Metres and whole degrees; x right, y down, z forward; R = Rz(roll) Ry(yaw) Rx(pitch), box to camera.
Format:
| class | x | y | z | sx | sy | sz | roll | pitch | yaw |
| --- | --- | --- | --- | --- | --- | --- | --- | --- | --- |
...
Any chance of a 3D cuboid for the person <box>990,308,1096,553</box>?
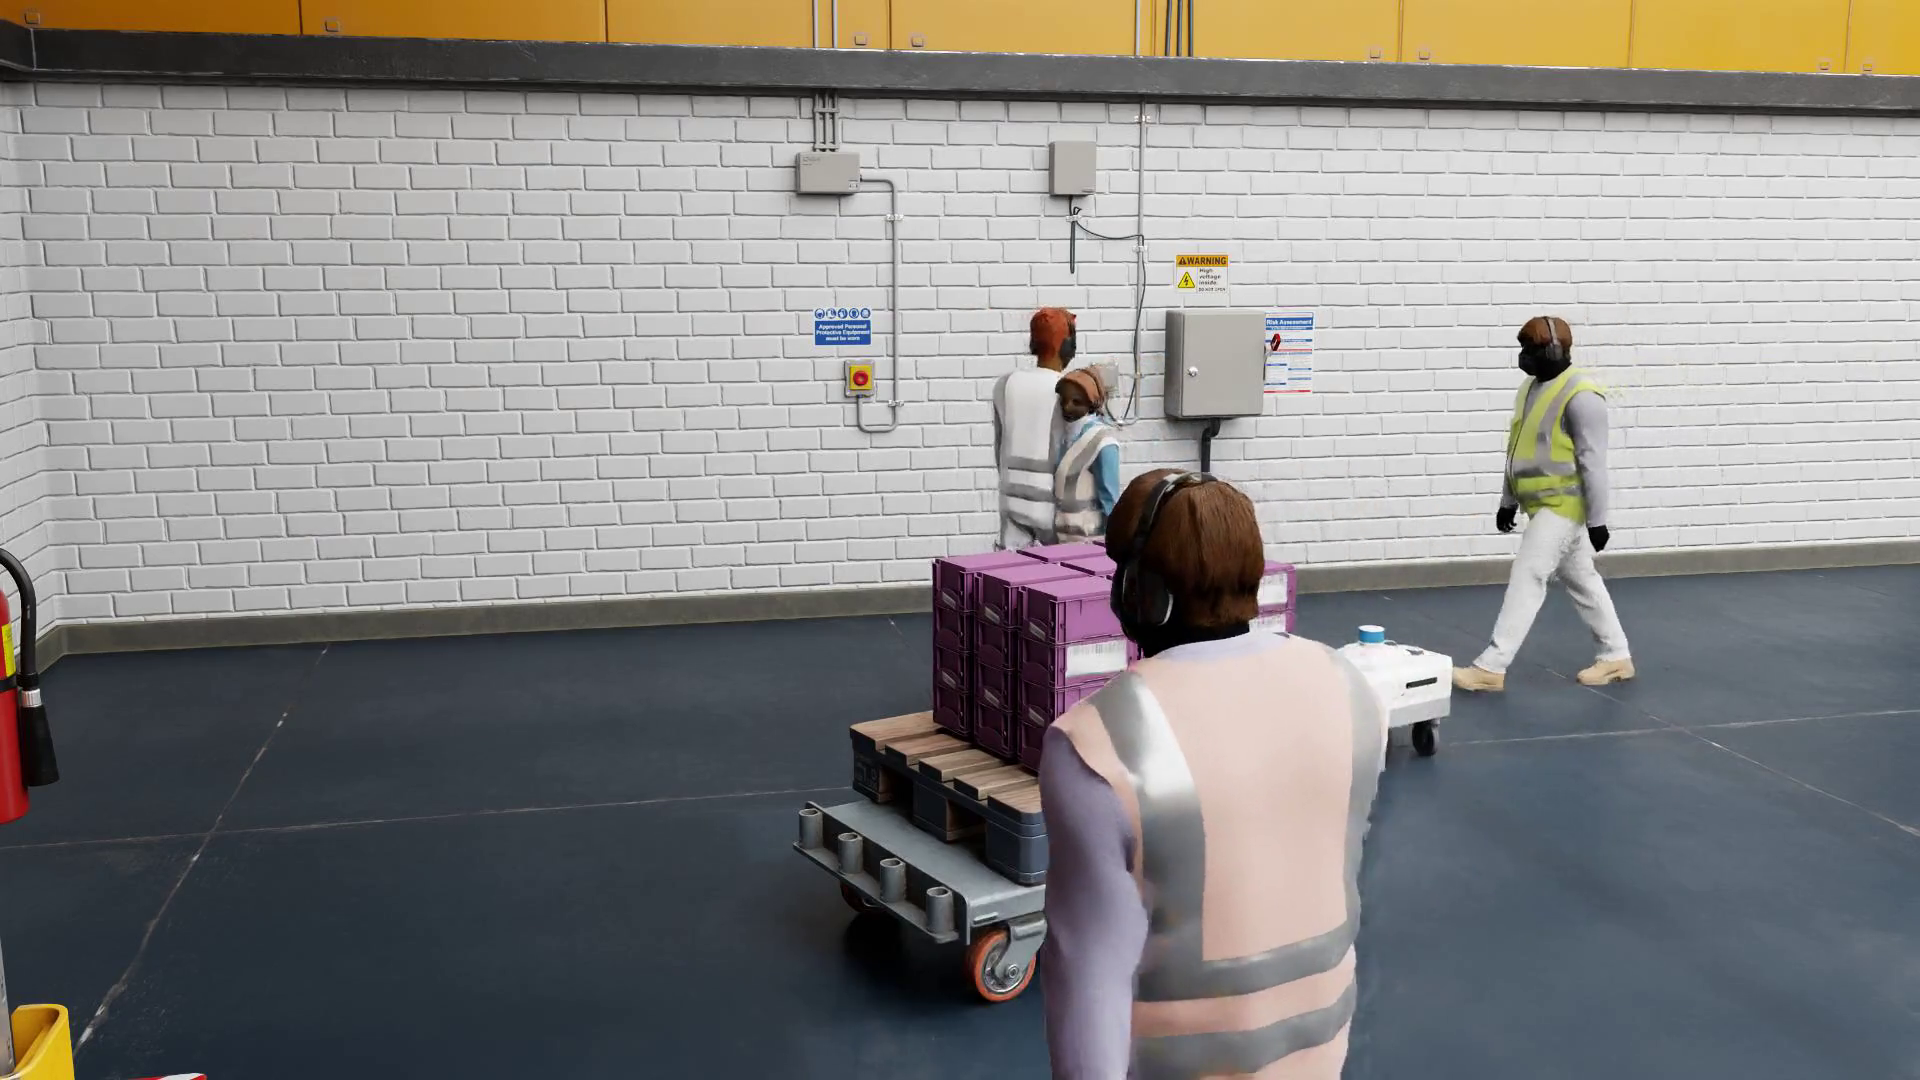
| class | x | y | z | sx | sy | sz | roll | pitch | yaw |
| --- | --- | --- | --- | --- | --- | --- | --- | --- | --- |
| person | 0.400 | -0.134 | 7.567 | 0.585 | 1.828 | 0.996 | 7 | 12 | 33 |

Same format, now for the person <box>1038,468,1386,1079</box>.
| class | x | y | z | sx | sy | sz | roll | pitch | yaw |
| --- | --- | --- | --- | --- | --- | --- | --- | --- | --- |
| person | 0.336 | 0.783 | 2.565 | 0.623 | 1.794 | 0.963 | -6 | 12 | -29 |

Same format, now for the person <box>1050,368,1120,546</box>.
| class | x | y | z | sx | sy | sz | roll | pitch | yaw |
| --- | --- | --- | --- | --- | --- | --- | --- | --- | --- |
| person | 0.537 | 0.015 | 7.421 | 0.905 | 1.576 | 0.531 | -4 | 11 | -20 |

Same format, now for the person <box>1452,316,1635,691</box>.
| class | x | y | z | sx | sy | sz | roll | pitch | yaw |
| --- | --- | --- | --- | --- | --- | --- | --- | --- | --- |
| person | 2.824 | -0.165 | 7.880 | 0.964 | 1.783 | 0.633 | 0 | 10 | -1 |

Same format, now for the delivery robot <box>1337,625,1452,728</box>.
| class | x | y | z | sx | sy | sz | roll | pitch | yaw |
| --- | --- | --- | --- | --- | --- | --- | --- | --- | --- |
| delivery robot | 1.675 | 0.593 | 6.802 | 0.707 | 0.478 | 0.477 | -6 | 12 | -32 |

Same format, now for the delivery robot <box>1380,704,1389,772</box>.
| class | x | y | z | sx | sy | sz | roll | pitch | yaw |
| --- | --- | --- | --- | --- | --- | --- | --- | --- | --- |
| delivery robot | 1.225 | 0.717 | 6.117 | 0.707 | 0.478 | 0.477 | -5 | 11 | -26 |
